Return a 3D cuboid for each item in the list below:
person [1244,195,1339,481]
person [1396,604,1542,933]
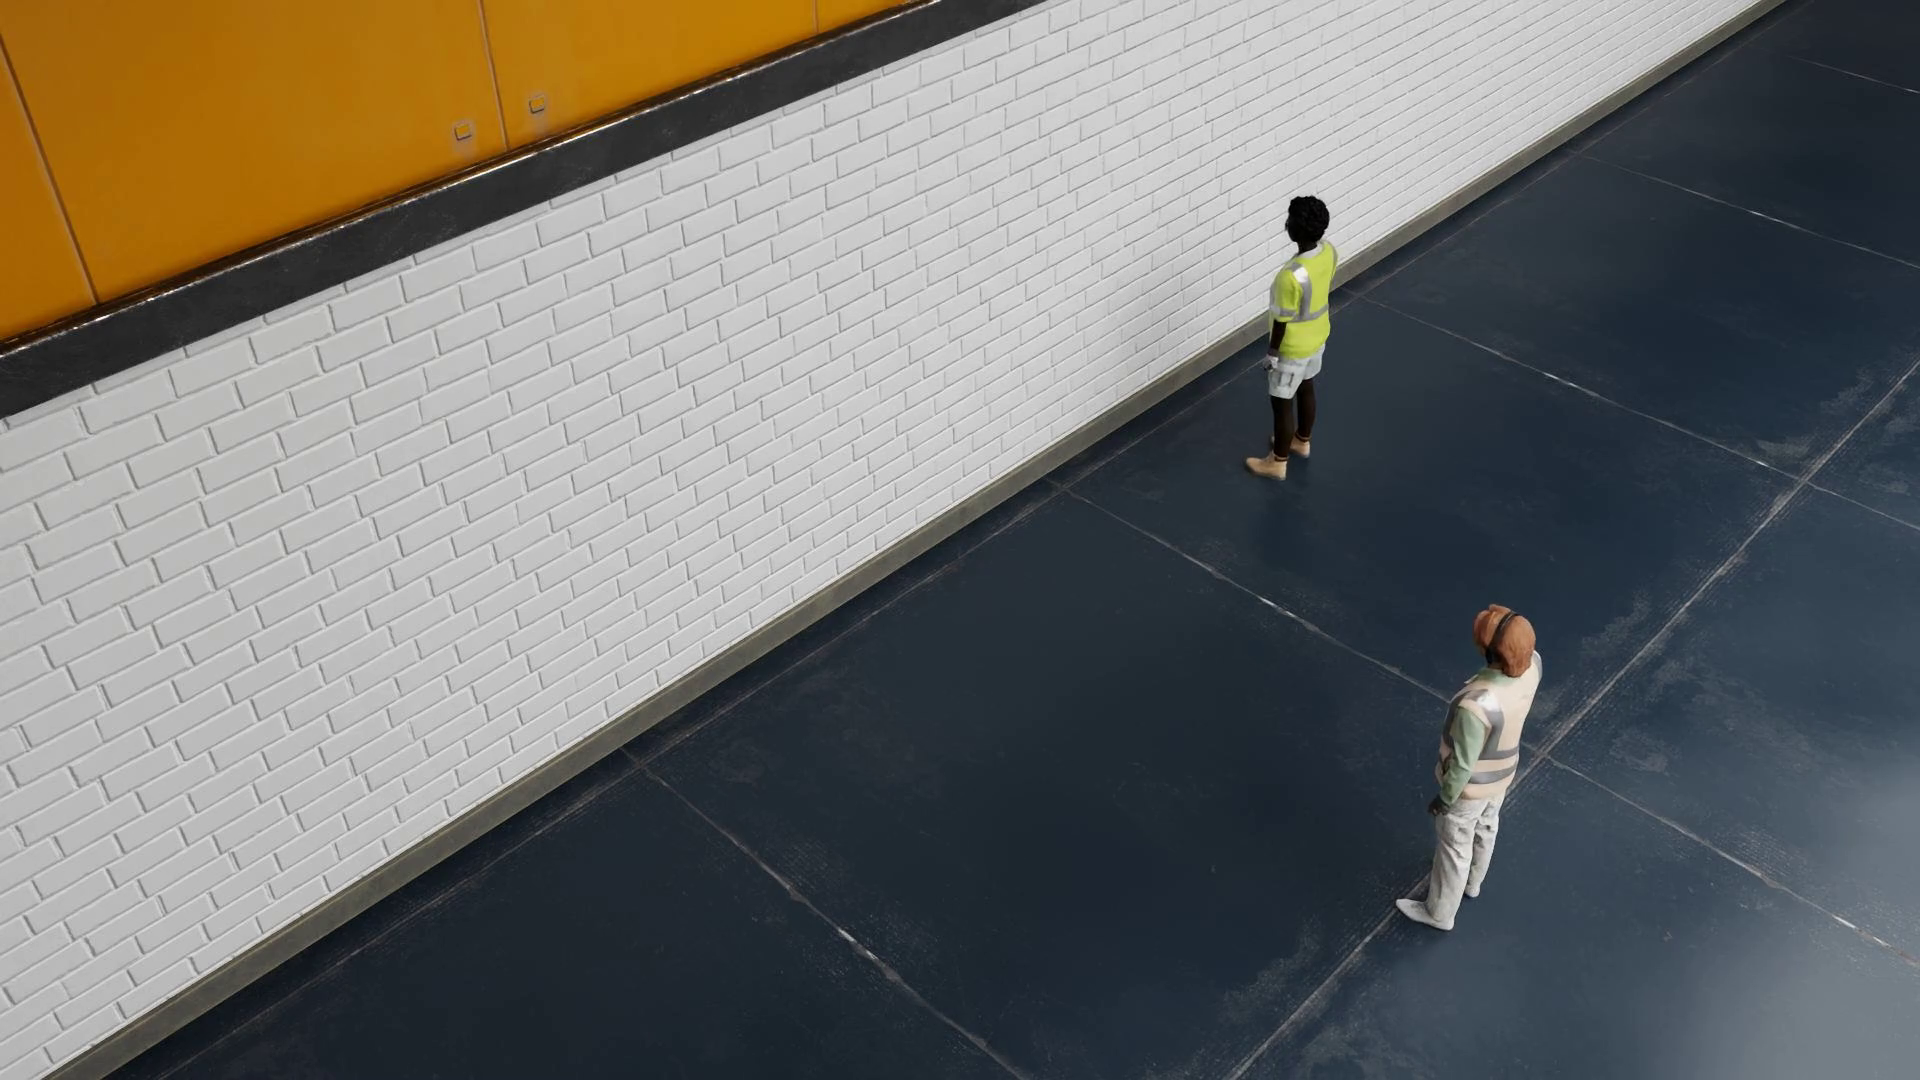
[{"bbox_3d":[1.850,-1.109,9.169,0.321,1.690,0.530,25,45,28],"label":"person"},{"bbox_3d":[2.060,0.929,6.661,0.308,1.636,0.522,31,48,33],"label":"person"}]
